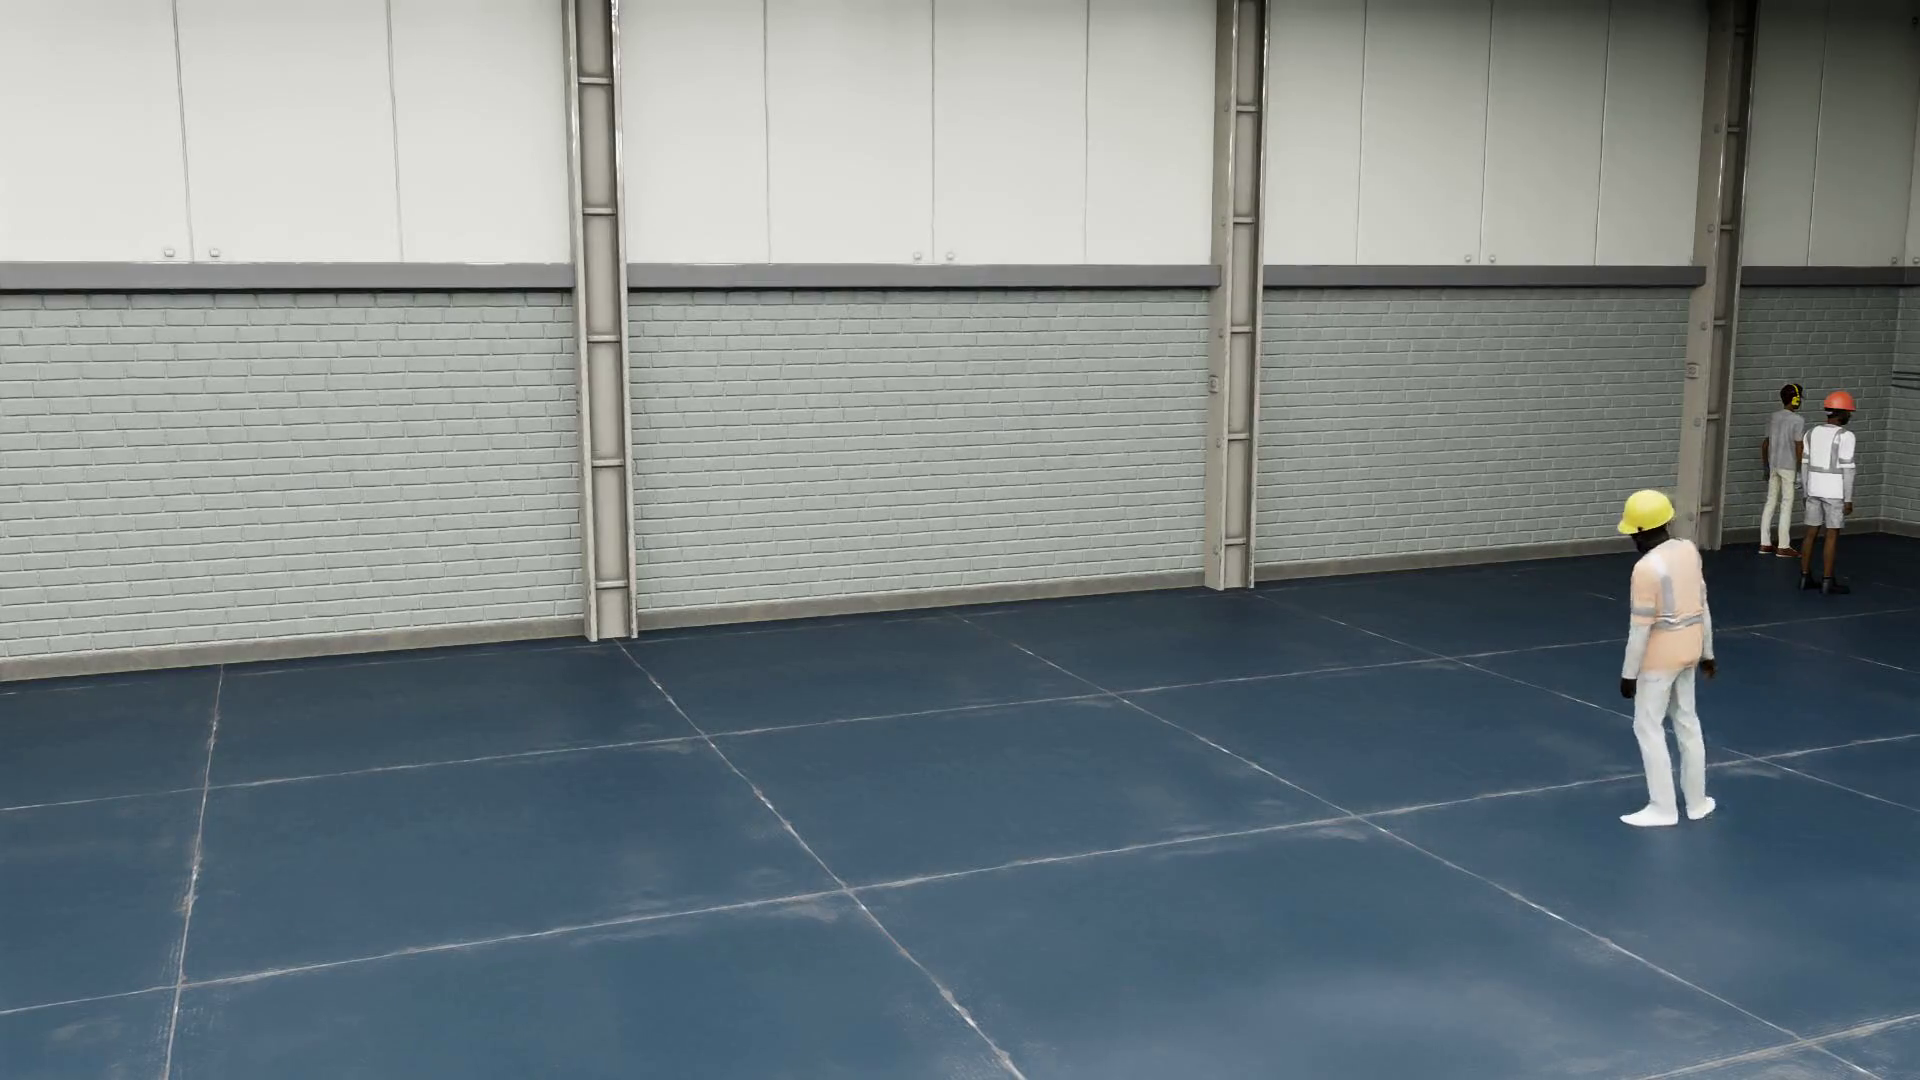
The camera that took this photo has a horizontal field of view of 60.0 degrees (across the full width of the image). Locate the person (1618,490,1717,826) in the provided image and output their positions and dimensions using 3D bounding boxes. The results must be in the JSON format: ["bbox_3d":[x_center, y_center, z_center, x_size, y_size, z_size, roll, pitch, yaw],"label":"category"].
[{"bbox_3d":[3.929,0.645,9.193,0.764,1.876,0.424,-6,11,-35],"label":"person"}]

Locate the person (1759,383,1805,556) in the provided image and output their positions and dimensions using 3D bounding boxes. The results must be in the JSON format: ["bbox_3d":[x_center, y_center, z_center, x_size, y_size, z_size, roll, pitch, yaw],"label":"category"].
[{"bbox_3d":[8.920,-0.757,18.008,0.319,1.870,0.521,-3,10,-20],"label":"person"}]

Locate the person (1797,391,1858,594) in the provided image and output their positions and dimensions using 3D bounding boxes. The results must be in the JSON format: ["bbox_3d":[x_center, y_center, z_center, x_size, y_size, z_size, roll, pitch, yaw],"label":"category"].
[{"bbox_3d":[8.307,-0.453,15.889,0.374,1.934,0.549,-3,10,-20],"label":"person"}]
